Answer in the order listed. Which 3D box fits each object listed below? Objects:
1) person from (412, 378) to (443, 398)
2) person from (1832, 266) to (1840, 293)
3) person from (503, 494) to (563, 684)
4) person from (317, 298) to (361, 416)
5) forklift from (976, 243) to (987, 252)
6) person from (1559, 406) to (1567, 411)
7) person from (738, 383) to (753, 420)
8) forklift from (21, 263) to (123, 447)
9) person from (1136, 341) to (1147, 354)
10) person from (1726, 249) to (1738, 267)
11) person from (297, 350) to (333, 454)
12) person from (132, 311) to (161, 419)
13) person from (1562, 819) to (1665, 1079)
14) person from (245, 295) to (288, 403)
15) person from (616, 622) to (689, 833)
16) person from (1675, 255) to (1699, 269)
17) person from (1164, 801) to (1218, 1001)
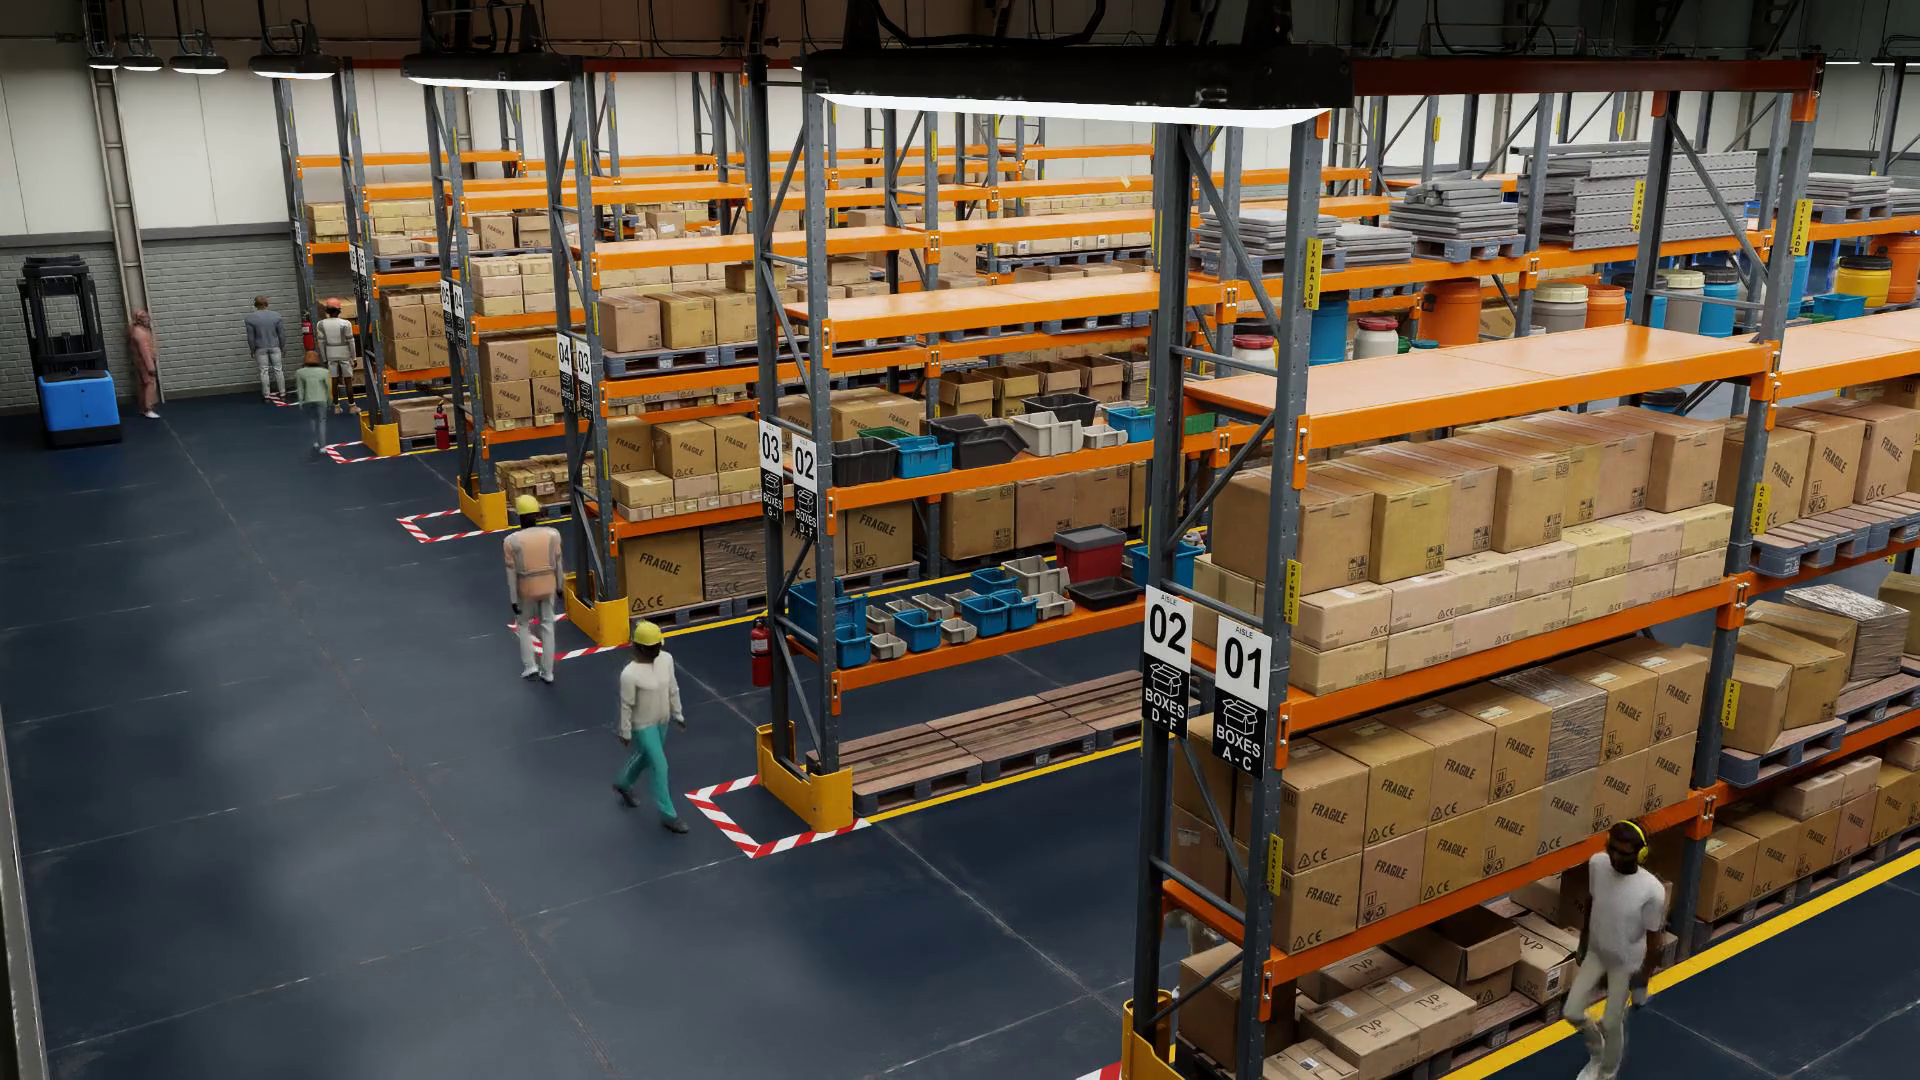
[{"bbox_3d":[-9.159,-3.020,27.061,0.550,1.923,0.631,8,19,25],"label":"person"},{"bbox_3d":[19.816,-5.539,35.631,0.429,1.733,0.499,5,18,17],"label":"person"},{"bbox_3d":[-4.198,0.484,15.603,0.596,1.909,0.484,-10,20,-30],"label":"person"},{"bbox_3d":[-10.773,-3.180,27.380,0.608,2.045,0.369,-1,17,-3],"label":"person"},{"bbox_3d":[0.988,-5.474,34.718,1.214,2.155,2.313,-10,20,-31],"label":"forklift"},{"bbox_3d":[10.073,-2.831,26.445,0.596,1.918,0.380,2,17,5],"label":"person"},{"bbox_3d":[-3.428,-2.259,24.600,0.905,1.906,0.552,-12,20,-33],"label":"person"},{"bbox_3d":[-14.518,-3.079,25.708,1.129,2.768,1.873,-10,20,-31],"label":"forklift"},{"bbox_3d":[2.702,-2.139,24.282,0.739,1.865,0.584,-10,20,-31],"label":"person"},{"bbox_3d":[18.904,-6.437,38.772,0.374,1.622,0.509,11,20,32],"label":"person"},{"bbox_3d":[-10.131,-2.195,24.877,0.501,1.609,0.672,-2,17,-8],"label":"person"},{"bbox_3d":[-14.064,-3.056,27.285,0.433,1.865,0.807,-9,19,-28],"label":"person"},{"bbox_3d":[3.779,2.466,9.178,0.394,1.852,0.545,-10,20,-30],"label":"person"},{"bbox_3d":[-12.483,-3.450,28.441,0.632,1.940,0.372,-9,19,-27],"label":"person"},{"bbox_3d":[-2.539,1.445,12.748,0.872,1.727,0.515,11,20,31],"label":"person"},{"bbox_3d":[16.586,-5.740,36.139,0.528,1.827,0.582,13,21,36],"label":"person"},{"bbox_3d":[1.567,2.226,10.361,0.434,1.624,0.503,-12,20,-33],"label":"person"}]
